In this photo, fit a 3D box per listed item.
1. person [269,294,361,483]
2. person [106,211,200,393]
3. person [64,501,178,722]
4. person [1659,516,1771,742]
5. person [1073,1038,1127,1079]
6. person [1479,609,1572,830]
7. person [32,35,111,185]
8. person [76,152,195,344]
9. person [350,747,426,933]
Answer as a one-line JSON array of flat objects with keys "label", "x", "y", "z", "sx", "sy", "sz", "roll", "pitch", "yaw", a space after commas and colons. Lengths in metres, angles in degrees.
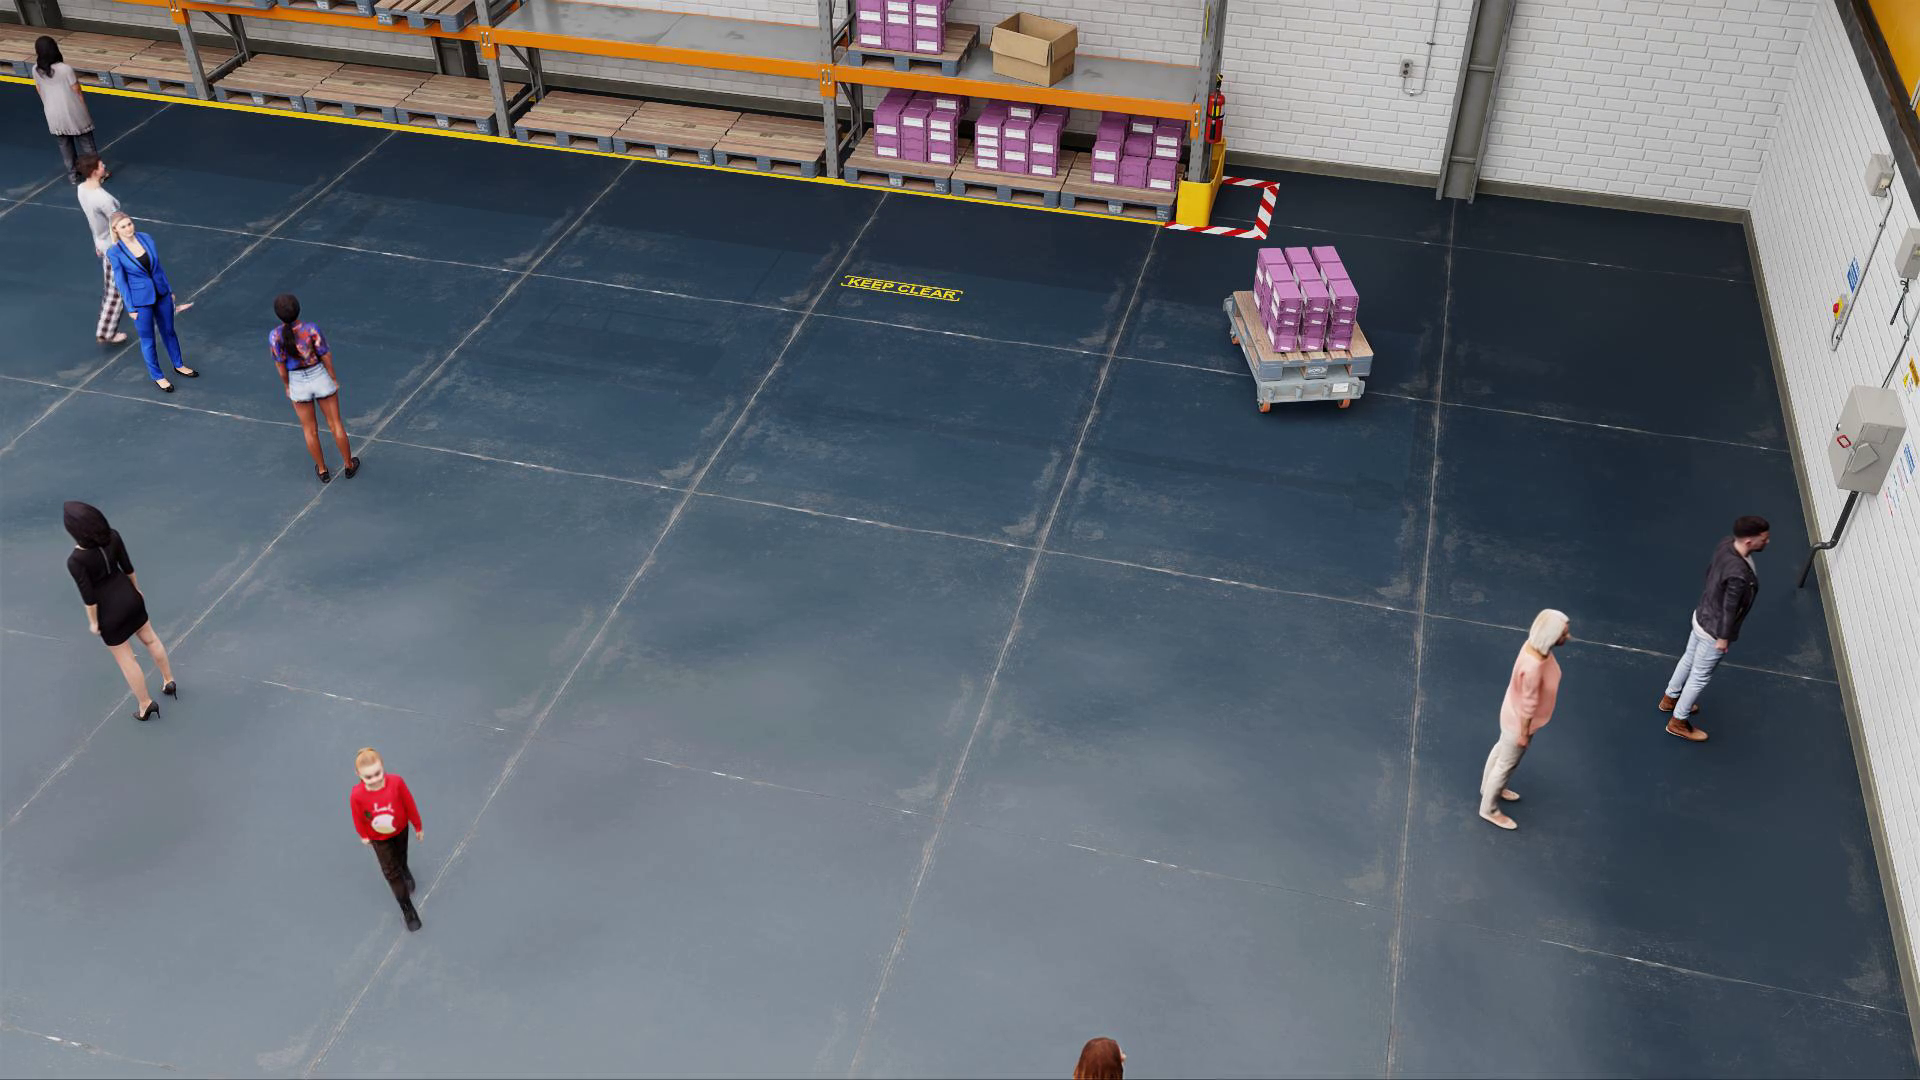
[{"label": "person", "x": -5.310, "y": -1.251, "z": 13.602, "sx": 0.628, "sy": 1.741, "sz": 0.731, "roll": -11, "pitch": 40, "yaw": -14}, {"label": "person", "x": -7.202, "y": -2.137, "z": 14.745, "sx": 0.634, "sy": 1.700, "sz": 0.674, "roll": 20, "pitch": 43, "yaw": 23}, {"label": "person", "x": -5.755, "y": 0.482, "z": 11.379, "sx": 0.512, "sy": 1.806, "sz": 0.604, "roll": 14, "pitch": 41, "yaw": 16}, {"label": "person", "x": 5.103, "y": 0.563, "z": 11.254, "sx": 0.559, "sy": 1.836, "sz": 0.674, "roll": 6, "pitch": 39, "yaw": 7}, {"label": "person", "x": 0.668, "y": 3.022, "z": 8.275, "sx": 0.679, "sy": 1.712, "sz": 0.646, "roll": -11, "pitch": 40, "yaw": -14}, {"label": "person", "x": 3.602, "y": 1.108, "z": 10.662, "sx": 0.548, "sy": 1.724, "sz": 0.619, "roll": 13, "pitch": 41, "yaw": 16}, {"label": "person", "x": -9.647, "y": -4.627, "z": 17.940, "sx": 0.688, "sy": 1.603, "sz": 0.771, "roll": -1, "pitch": 39, "yaw": -1}, {"label": "person", "x": -7.836, "y": -2.625, "z": 15.279, "sx": 1.212, "sy": 1.796, "sz": 1.100, "roll": 31, "pitch": 48, "yaw": 33}, {"label": "person", "x": -3.534, "y": 1.741, "z": 10.245, "sx": 0.832, "sy": 1.254, "sz": 0.920, "roll": -22, "pitch": 44, "yaw": -26}]
